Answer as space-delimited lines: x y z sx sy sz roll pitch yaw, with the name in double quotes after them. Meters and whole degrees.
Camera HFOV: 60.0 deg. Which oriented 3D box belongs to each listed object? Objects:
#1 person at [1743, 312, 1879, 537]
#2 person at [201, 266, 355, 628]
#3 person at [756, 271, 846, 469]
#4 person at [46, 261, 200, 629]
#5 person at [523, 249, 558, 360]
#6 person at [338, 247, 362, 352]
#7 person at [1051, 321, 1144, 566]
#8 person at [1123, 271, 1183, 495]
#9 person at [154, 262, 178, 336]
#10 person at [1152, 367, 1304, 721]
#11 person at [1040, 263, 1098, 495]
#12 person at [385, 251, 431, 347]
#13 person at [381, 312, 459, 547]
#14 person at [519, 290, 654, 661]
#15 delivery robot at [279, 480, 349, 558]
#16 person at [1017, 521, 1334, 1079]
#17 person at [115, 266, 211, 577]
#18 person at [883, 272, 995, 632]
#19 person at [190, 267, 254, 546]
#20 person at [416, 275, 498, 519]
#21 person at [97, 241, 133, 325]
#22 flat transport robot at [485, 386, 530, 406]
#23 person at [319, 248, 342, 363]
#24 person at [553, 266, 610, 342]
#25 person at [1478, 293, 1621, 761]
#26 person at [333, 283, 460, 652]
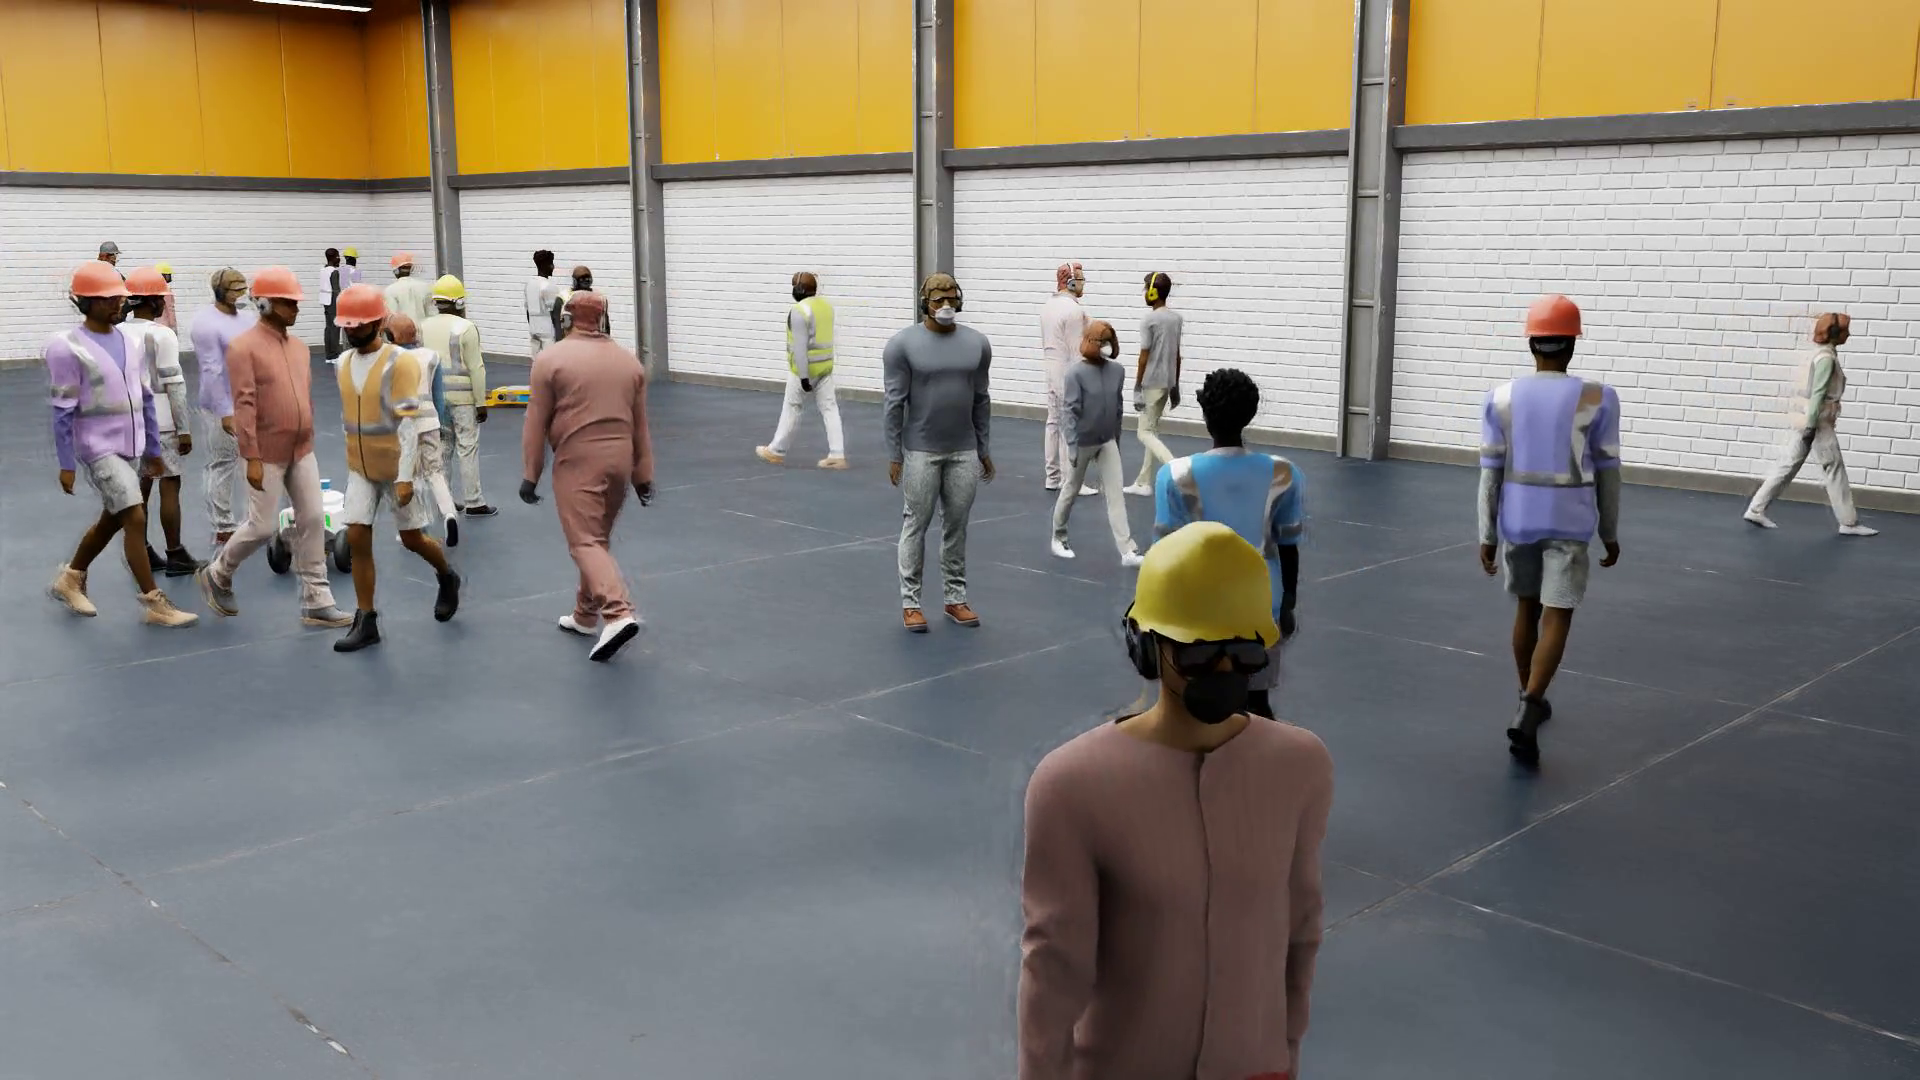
6.119 -0.833 11.915 0.870 1.591 0.531 4 11 19 "person"
-3.757 -0.496 9.027 0.811 1.976 0.628 4 11 20 "person"
-1.444 -1.560 15.310 0.955 1.793 0.624 7 12 32 "person"
-4.683 -0.520 9.094 1.003 2.005 0.619 3 11 15 "person"
-4.933 -2.471 19.822 0.603 1.966 0.368 9 14 42 "person"
-10.826 -4.242 29.631 0.582 1.918 0.391 7 13 34 "person"
0.879 -0.626 10.795 0.526 1.580 0.883 -7 12 -32 "person"
1.605 -1.239 13.429 0.765 1.850 0.546 10 14 43 "person"
-10.890 -2.920 22.818 0.533 1.767 0.326 8 13 37 "person"
0.938 0.251 5.753 0.541 1.684 0.633 -1 10 -4 "person"
0.907 -1.327 13.746 0.409 1.909 0.640 -4 11 -20 "person"
-6.358 -2.369 19.308 0.990 1.958 0.617 9 13 39 "person"
-3.709 -0.738 11.335 0.516 1.614 0.678 -8 13 -36 "person"
-1.846 -0.350 8.585 0.922 1.859 0.677 9 14 41 "person"
-4.108 -0.146 10.739 0.477 0.478 0.707 0 10 -1 "delivery robot"
0.321 0.804 2.626 0.529 1.729 0.900 -3 11 -14 "person"
-5.039 -0.733 10.424 0.548 1.937 0.358 4 11 20 "person"
-0.107 -0.474 9.016 0.643 1.936 0.365 -5 11 -24 "person"
-4.889 -0.885 11.309 0.619 1.917 0.625 2 11 12 "person"
-3.799 -1.075 12.564 0.586 1.837 0.403 5 11 25 "person"
-13.137 -3.624 25.906 0.538 2.000 0.684 -7 12 -33 "person"
-5.251 -1.813 20.860 1.431 0.197 0.652 0 10 -1 "flat transport robot"
-10.504 -3.915 27.825 0.386 1.918 0.590 -9 14 -40 "person"
-4.009 -2.037 17.917 0.639 1.794 0.940 -6 12 -30 "person"
2.412 -0.064 6.894 0.546 1.904 0.930 7 13 34 "person"
-2.989 -0.405 8.770 0.546 1.903 0.850 4 11 20 "person"
